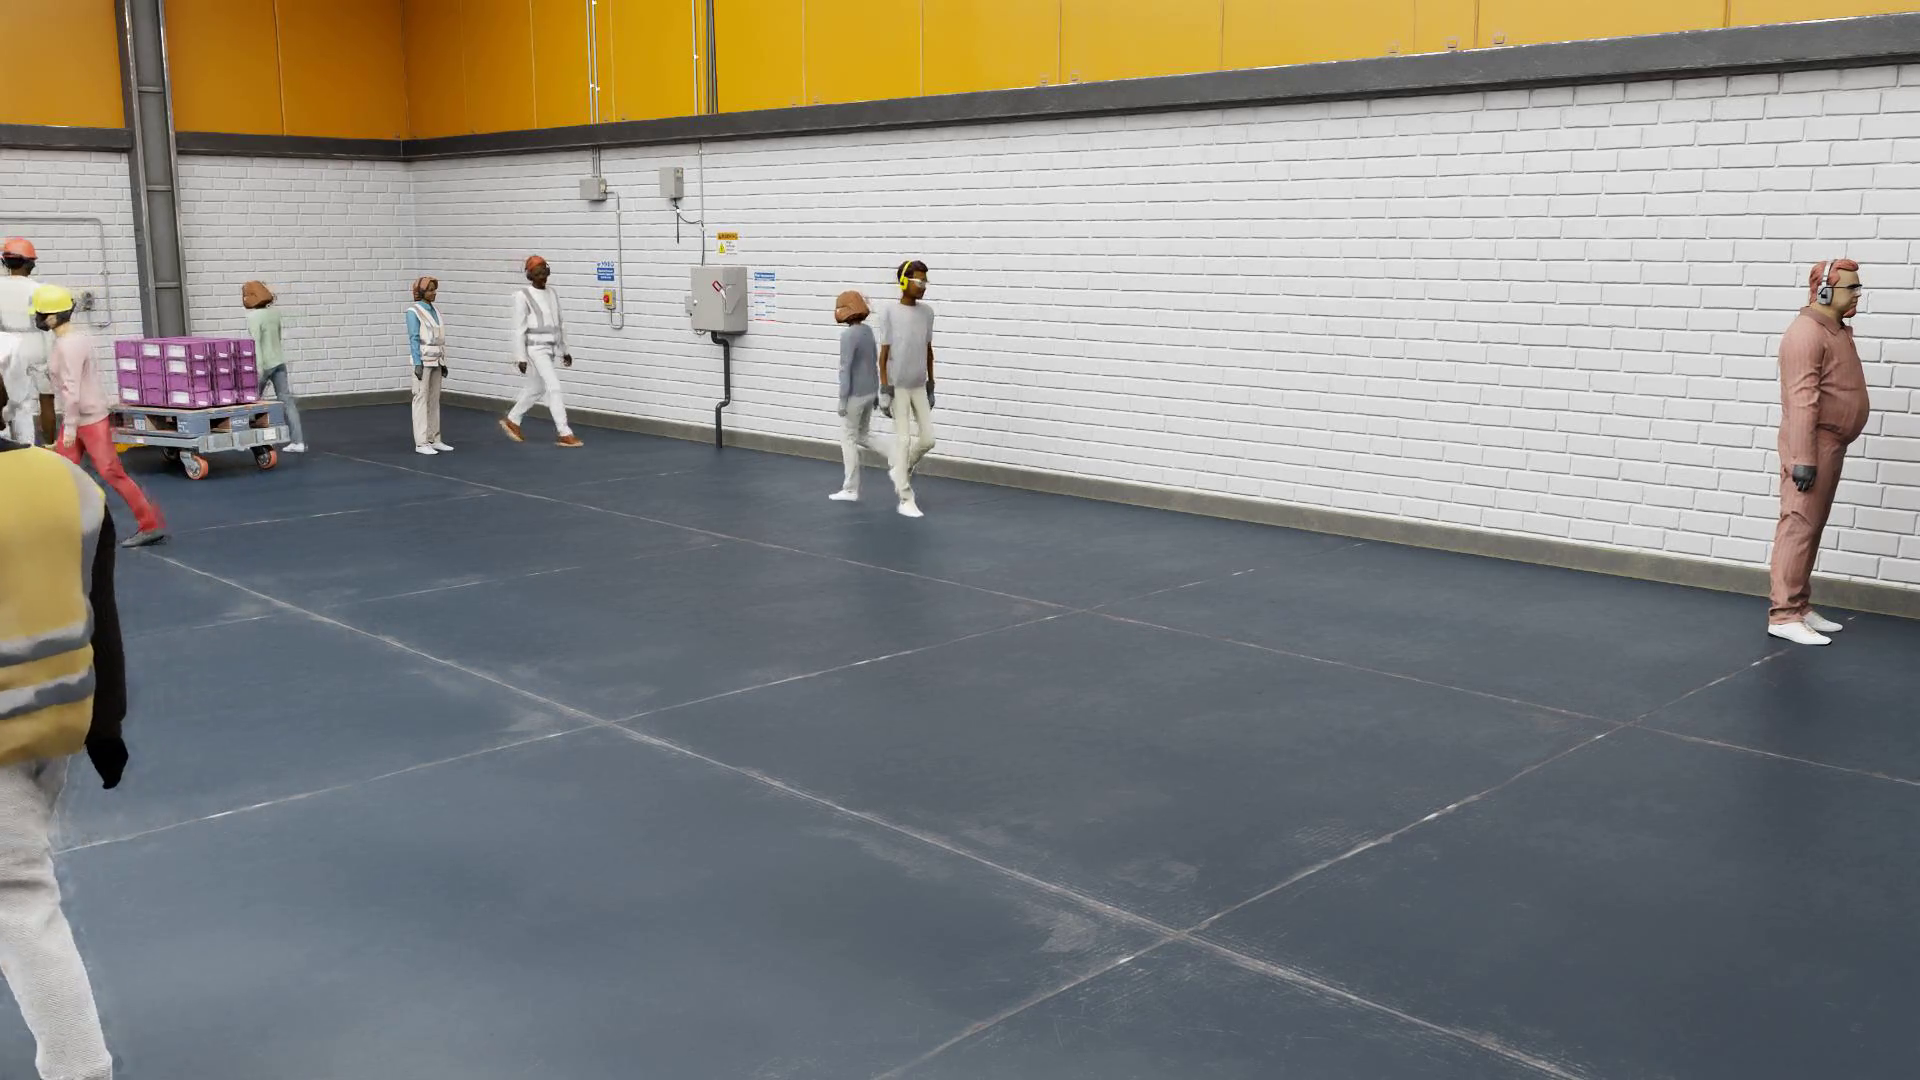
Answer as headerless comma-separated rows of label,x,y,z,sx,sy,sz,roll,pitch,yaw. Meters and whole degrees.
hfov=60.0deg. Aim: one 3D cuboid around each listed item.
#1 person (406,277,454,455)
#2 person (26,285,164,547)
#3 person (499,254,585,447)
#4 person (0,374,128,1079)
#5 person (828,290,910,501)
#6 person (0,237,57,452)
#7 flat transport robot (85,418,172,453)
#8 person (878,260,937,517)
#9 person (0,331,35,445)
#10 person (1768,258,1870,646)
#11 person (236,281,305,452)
person,-4.944,-1.619,15.464,0.310,1.642,0.514,2,11,11
person,-5.582,-0.765,10.594,0.856,1.715,0.530,-8,13,-38
person,-4.090,-1.824,16.031,0.939,1.849,0.618,4,11,20
person,-2.293,0.450,3.750,0.919,1.803,0.628,3,11,14
person,-0.705,-1.090,12.659,0.550,1.610,0.530,4,11,19
person,-8.157,-1.617,14.452,0.618,2.017,0.914,0,10,-2
flat transport robot,-7.769,-1.026,15.968,0.652,0.197,1.431,5,12,27
person,-0.404,-1.103,12.100,0.535,1.854,0.561,-7,13,-35
person,-4.667,-0.340,7.825,0.573,1.885,0.357,-6,12,-28
person,4.299,-0.442,8.321,0.409,1.907,0.651,8,13,36
person,-6.530,-1.602,15.494,0.845,1.586,0.535,2,11,11
